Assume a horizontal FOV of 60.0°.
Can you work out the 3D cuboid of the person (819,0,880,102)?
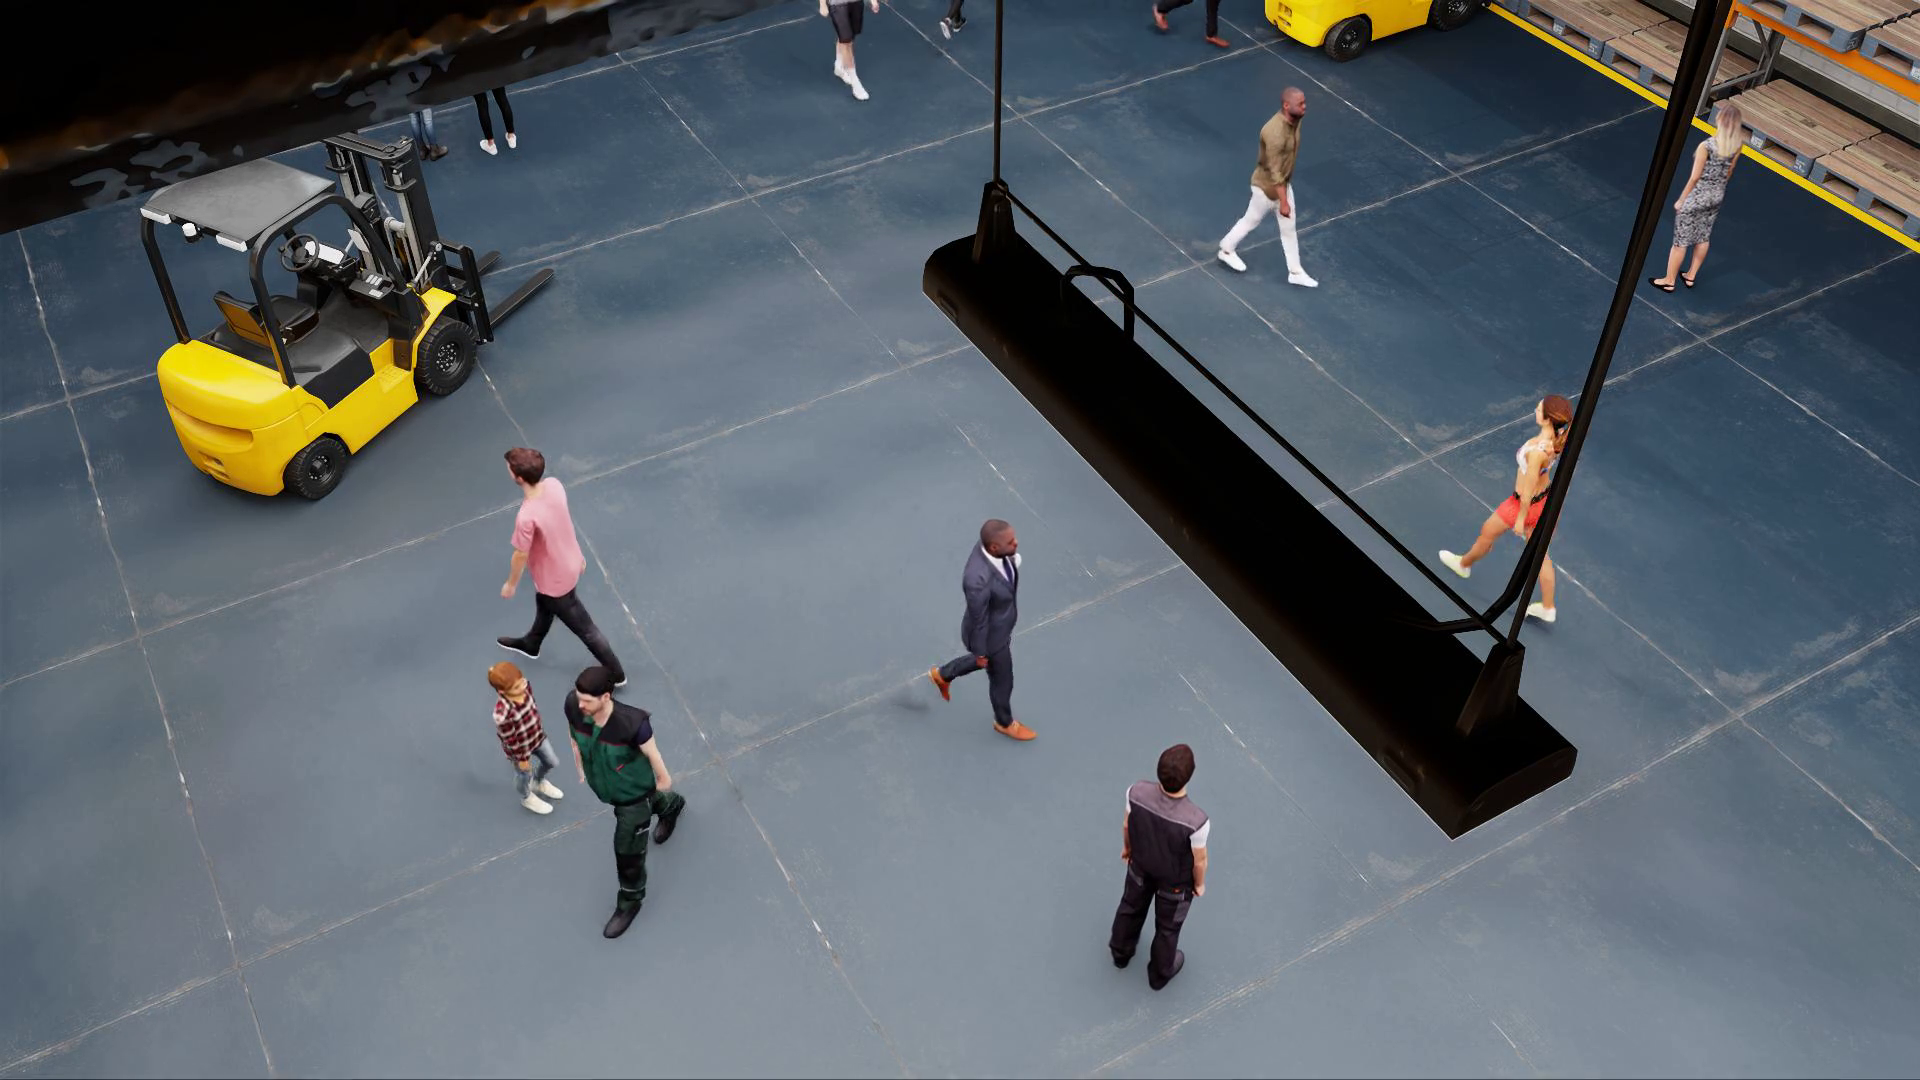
[{"bbox_3d":[-1.184,-5.374,16.437,0.747,1.847,1.042,-29,51,-27],"label":"person"}]

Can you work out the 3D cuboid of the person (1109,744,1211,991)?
[{"bbox_3d":[1.085,1.757,8.954,0.679,1.843,0.801,26,50,25],"label":"person"}]

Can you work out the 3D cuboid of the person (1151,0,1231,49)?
[{"bbox_3d":[2.417,-6.016,17.107,1.279,1.851,1.006,29,51,27],"label":"person"}]

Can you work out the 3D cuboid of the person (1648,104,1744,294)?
[{"bbox_3d":[6.188,-2.833,13.875,0.621,1.703,0.575,-11,45,-11],"label":"person"}]

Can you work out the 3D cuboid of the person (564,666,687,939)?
[{"bbox_3d":[-1.865,1.299,9.428,1.271,1.853,1.219,18,46,18],"label":"person"}]

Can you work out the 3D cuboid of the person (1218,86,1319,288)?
[{"bbox_3d":[2.543,-2.967,13.960,1.284,1.778,1.023,27,50,25],"label":"person"}]

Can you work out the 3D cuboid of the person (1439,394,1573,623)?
[{"bbox_3d":[3.856,-0.178,11.058,0.776,1.744,1.214,-34,53,-30],"label":"person"}]

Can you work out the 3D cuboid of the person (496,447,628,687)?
[{"bbox_3d":[-2.443,0.242,10.494,1.146,1.914,1.161,6,44,6],"label":"person"}]

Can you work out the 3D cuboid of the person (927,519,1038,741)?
[{"bbox_3d":[0.113,0.548,10.255,1.118,1.800,1.055,11,45,12],"label":"person"}]

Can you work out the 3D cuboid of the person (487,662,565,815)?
[{"bbox_3d":[-2.683,1.171,9.967,0.648,1.294,0.609,17,46,17],"label":"person"}]

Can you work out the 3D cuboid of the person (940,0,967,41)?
[{"bbox_3d":[-0.073,-5.970,17.222,0.938,1.627,0.939,16,46,16],"label":"person"}]
